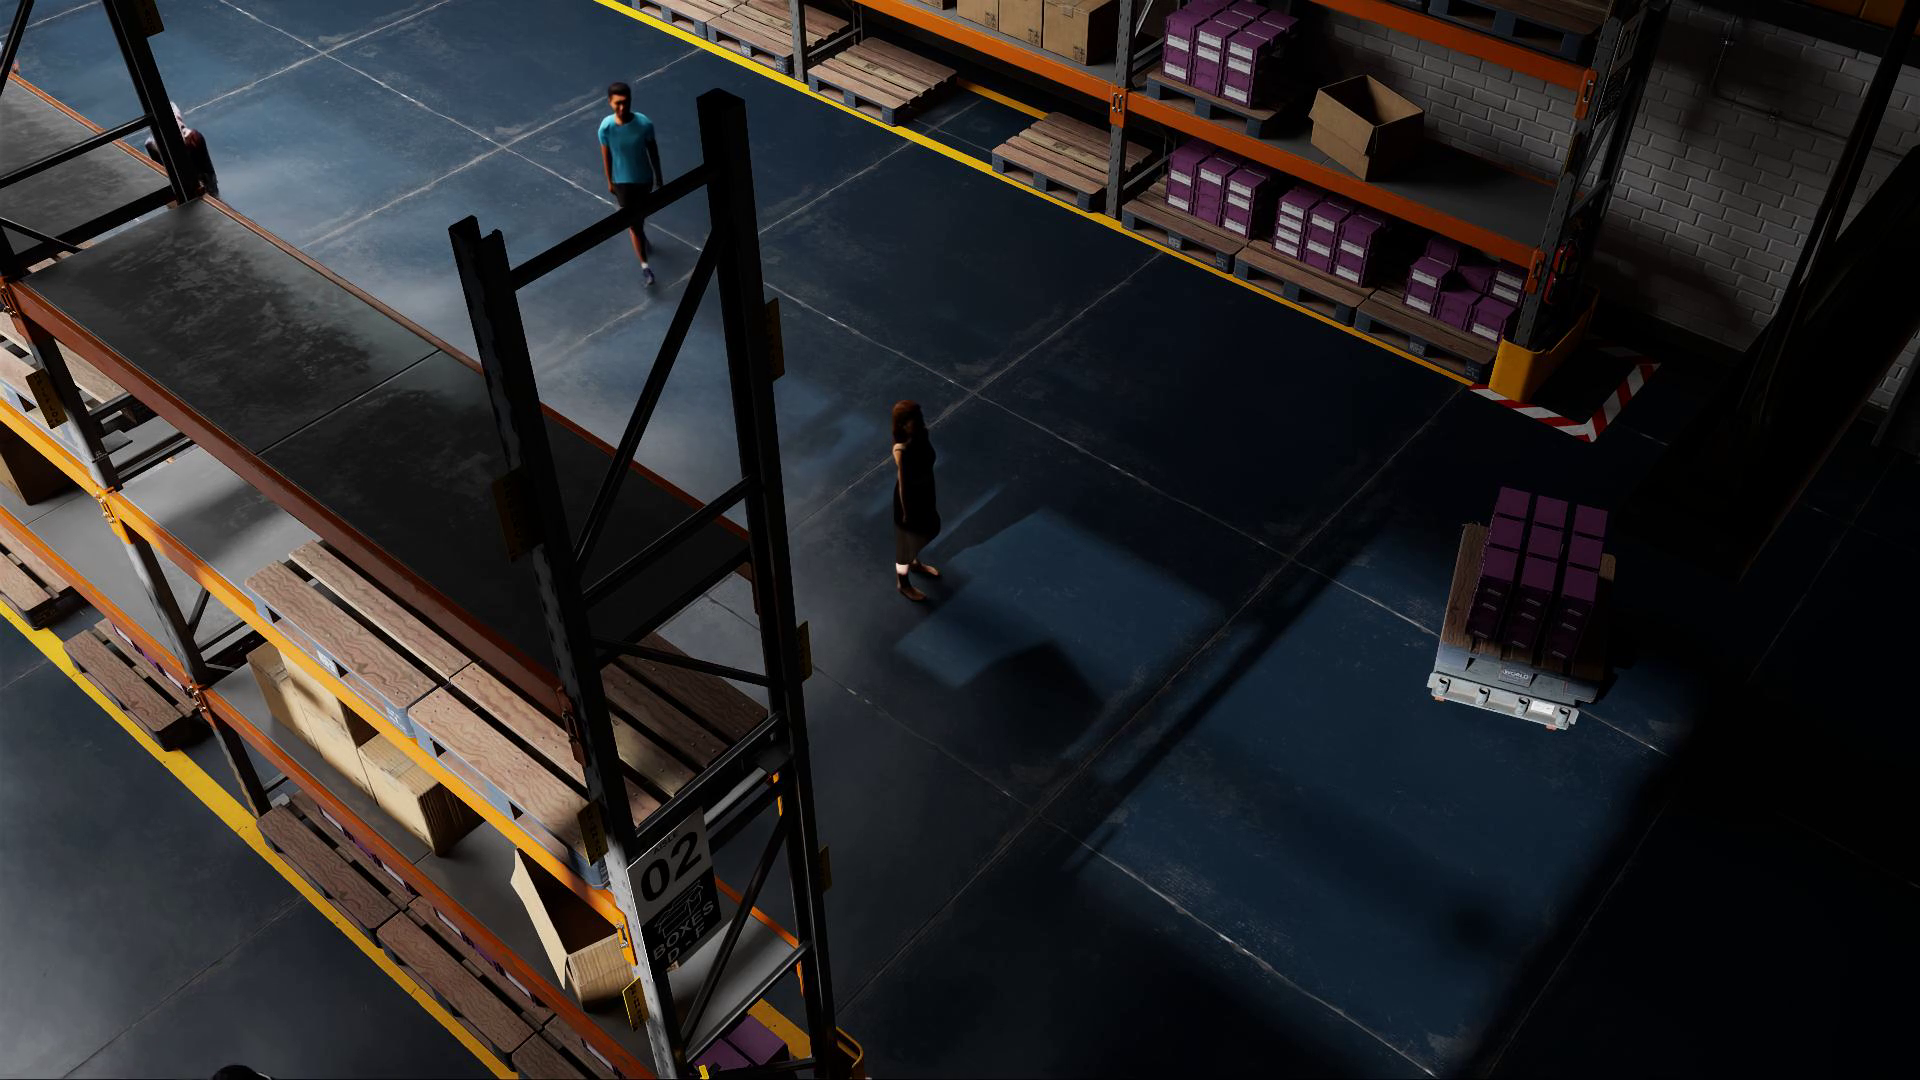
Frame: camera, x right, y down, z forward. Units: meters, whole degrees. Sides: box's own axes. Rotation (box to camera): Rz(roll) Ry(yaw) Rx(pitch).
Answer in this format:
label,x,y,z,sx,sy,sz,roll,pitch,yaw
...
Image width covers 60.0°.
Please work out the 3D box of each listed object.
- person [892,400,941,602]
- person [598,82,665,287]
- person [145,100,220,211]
label,x,y,z,sx,sy,sz,roll,pitch,yaw
person,-0.326,-0.301,11.403,0.651,1.625,0.636,16,46,16
person,-2.818,-3.142,14.308,1.053,1.730,1.239,-11,45,-12
person,-6.552,-2.968,14.206,0.739,1.619,1.008,-28,50,-27
